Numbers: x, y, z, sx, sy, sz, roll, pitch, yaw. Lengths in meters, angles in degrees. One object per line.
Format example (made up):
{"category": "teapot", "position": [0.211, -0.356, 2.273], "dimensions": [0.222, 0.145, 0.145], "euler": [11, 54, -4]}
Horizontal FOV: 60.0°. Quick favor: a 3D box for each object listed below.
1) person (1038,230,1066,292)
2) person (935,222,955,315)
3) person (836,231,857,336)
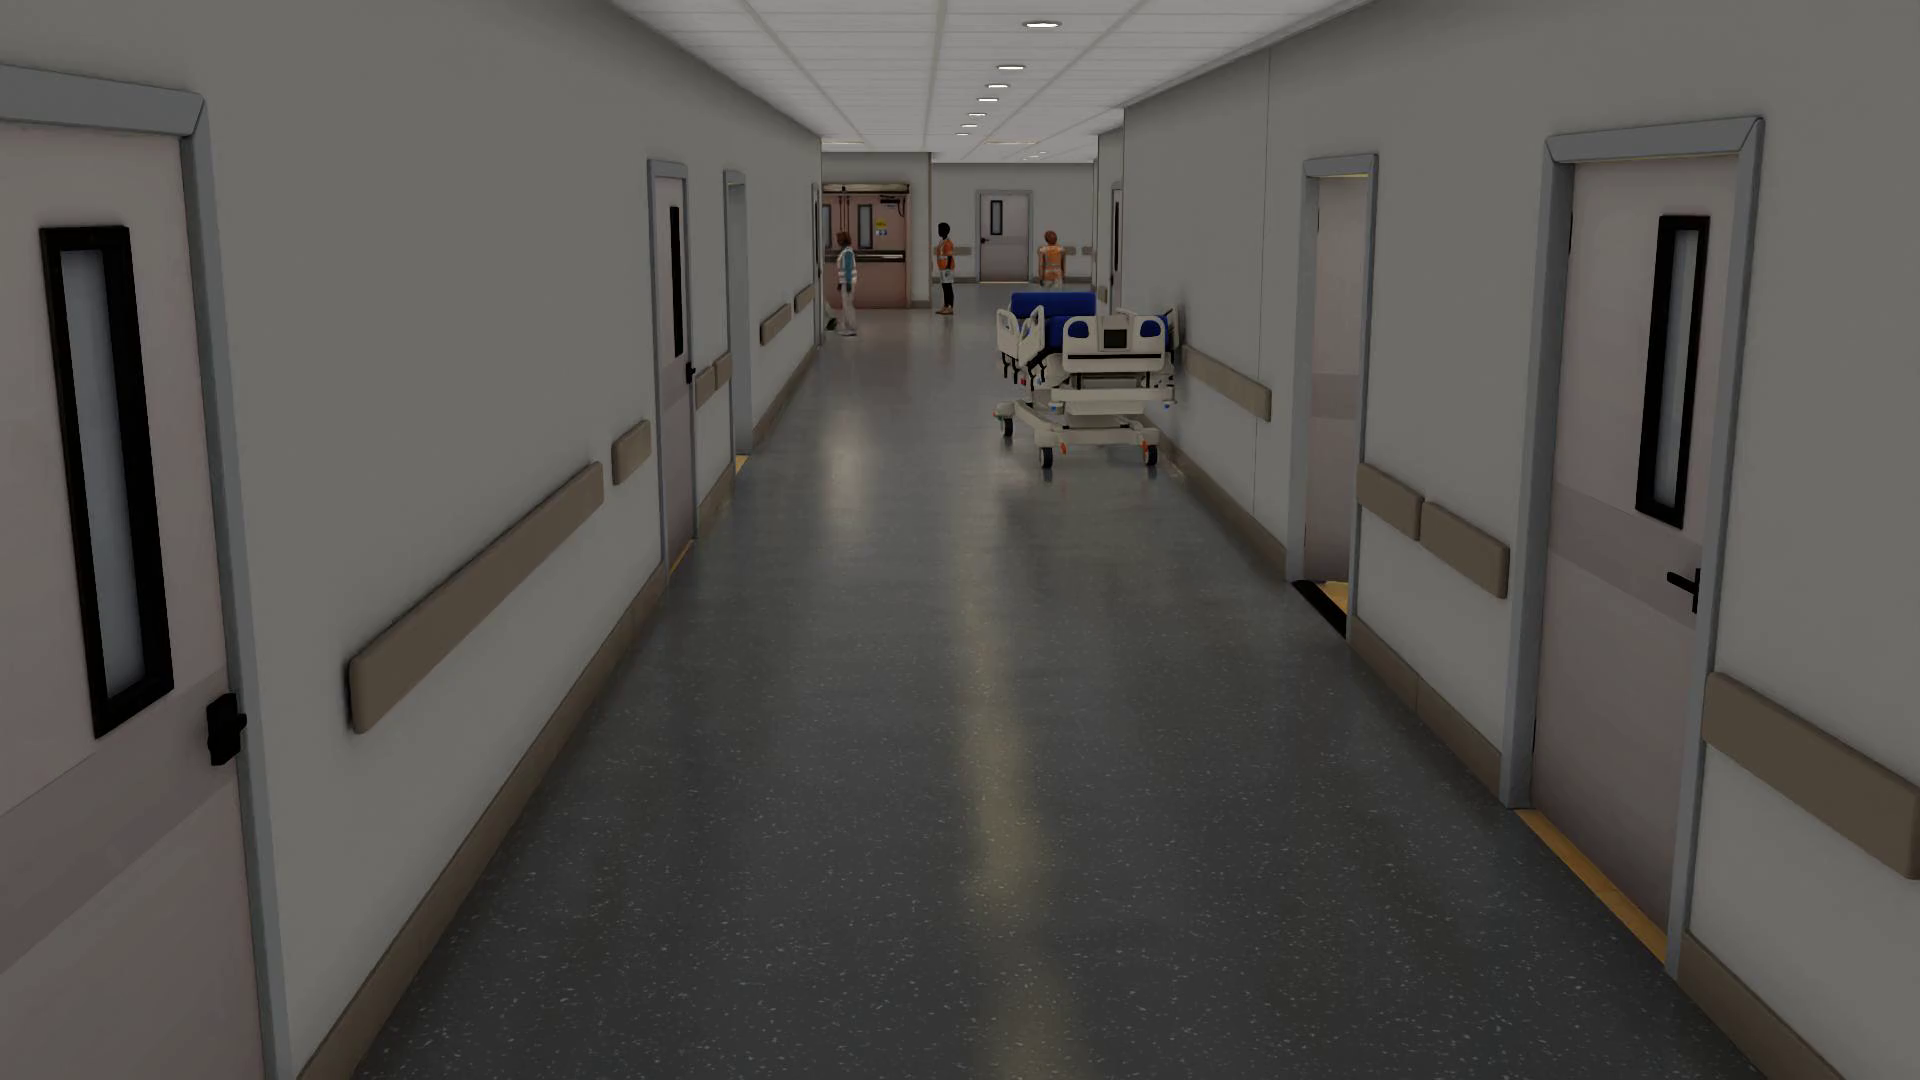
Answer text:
{"category": "person", "position": [1.584, -4.466, 28.329], "dimensions": [0.513, 1.602, 0.822], "euler": [-2, 12, -11]}
{"category": "person", "position": [-0.267, -5.030, 30.859], "dimensions": [0.322, 1.690, 0.536], "euler": [-3, 12, -16]}
{"category": "person", "position": [-1.772, -4.015, 26.055], "dimensions": [0.316, 1.634, 0.545], "euler": [-3, 12, -13]}
